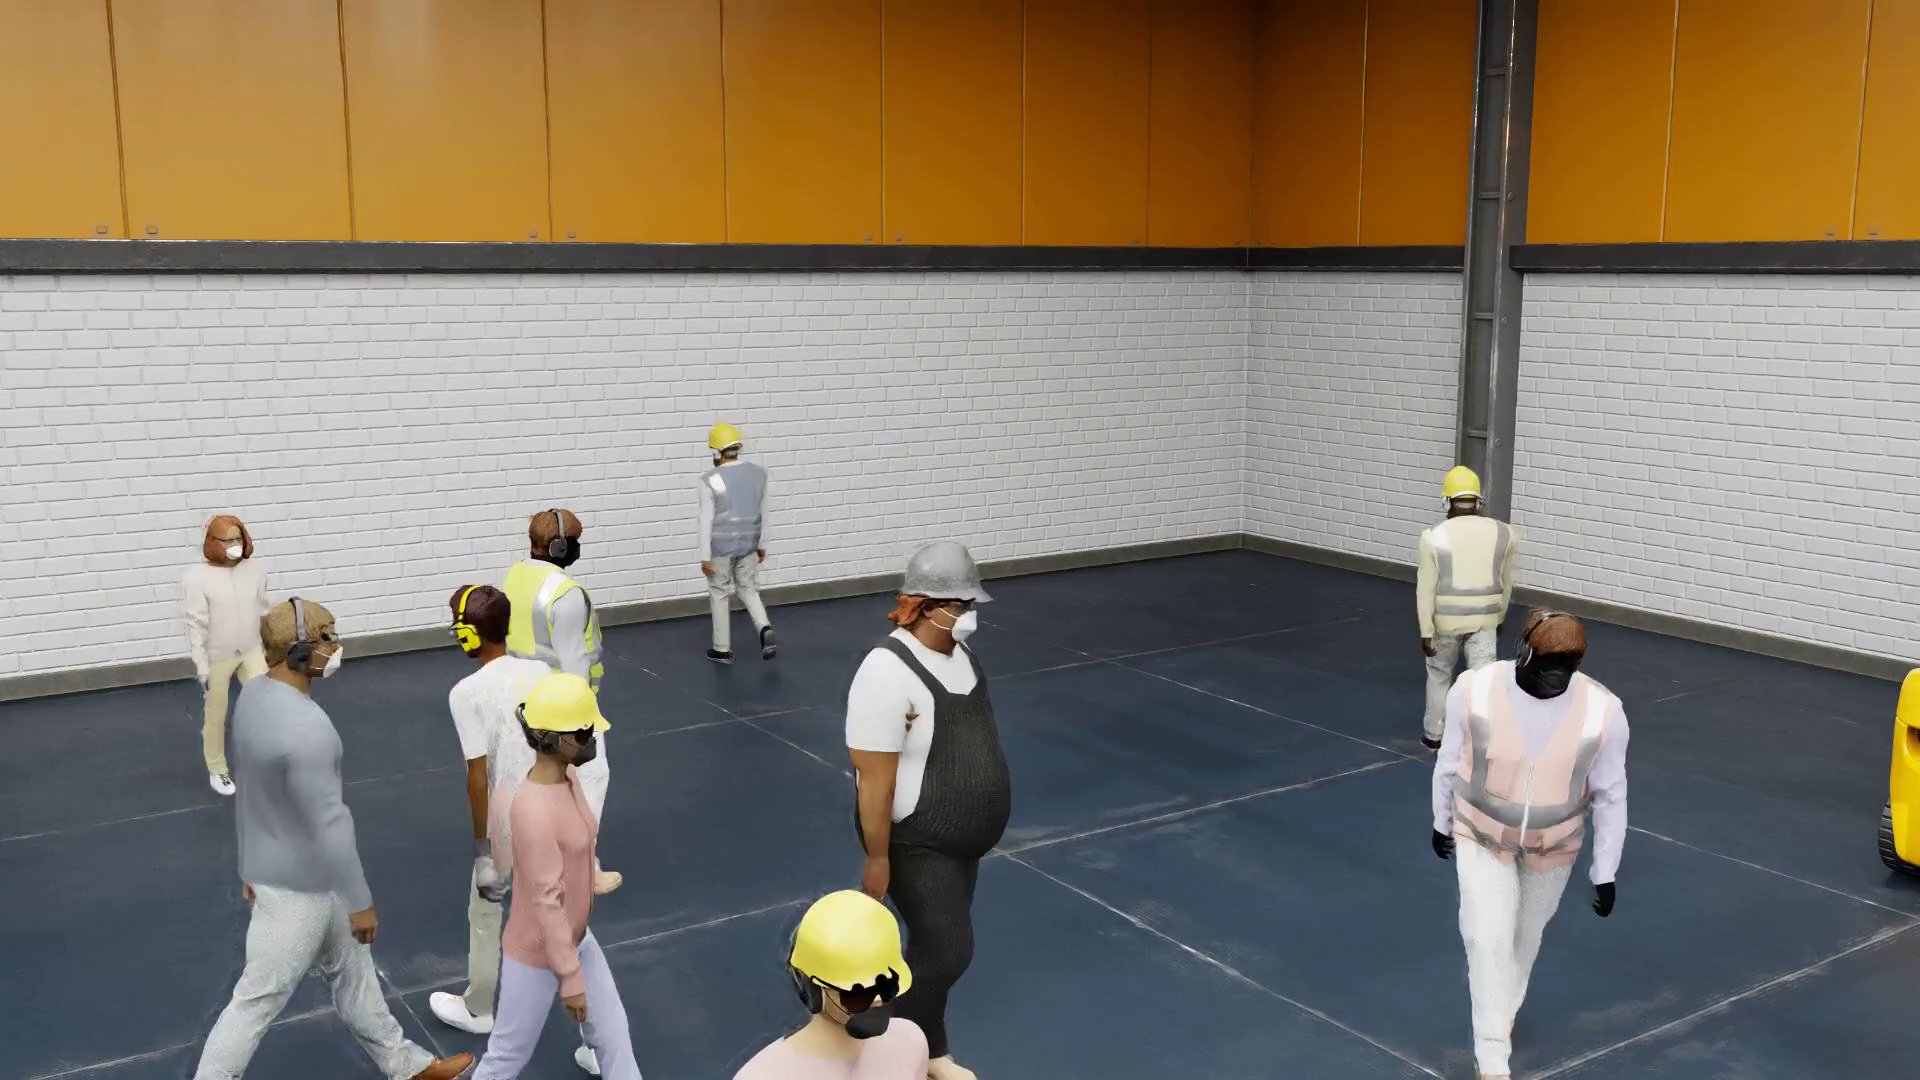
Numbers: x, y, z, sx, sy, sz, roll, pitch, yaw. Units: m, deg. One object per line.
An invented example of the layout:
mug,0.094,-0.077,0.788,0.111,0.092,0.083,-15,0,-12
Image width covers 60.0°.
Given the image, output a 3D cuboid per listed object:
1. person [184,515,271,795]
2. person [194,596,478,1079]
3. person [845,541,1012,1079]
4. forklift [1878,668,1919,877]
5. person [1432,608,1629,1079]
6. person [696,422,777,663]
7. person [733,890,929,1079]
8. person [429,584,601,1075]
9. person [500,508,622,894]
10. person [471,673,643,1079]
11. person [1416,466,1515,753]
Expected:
person,-3.946,0.662,9.130,0.821,1.590,0.530,7,12,37
person,-2.190,1.118,5.562,1.039,1.884,0.652,-6,11,-32
person,-0.080,0.993,5.822,0.536,2.000,0.711,4,10,25
forklift,5.511,0.571,7.906,2.313,2.155,1.214,-6,11,-33
person,2.023,1.107,5.943,0.639,1.774,0.931,2,10,11
person,-1.651,0.039,12.256,0.604,1.810,0.614,-7,12,-38
person,-0.299,1.531,3.486,0.521,1.737,0.769,-7,12,-37
person,-1.653,1.062,6.139,0.984,1.806,0.548,7,12,35
person,-1.901,0.760,7.861,0.439,1.839,0.640,-9,13,-44
person,-1.223,1.258,5.195,0.924,1.709,0.549,0,9,1
person,2.974,0.465,9.773,0.600,1.799,0.910,0,9,-1
